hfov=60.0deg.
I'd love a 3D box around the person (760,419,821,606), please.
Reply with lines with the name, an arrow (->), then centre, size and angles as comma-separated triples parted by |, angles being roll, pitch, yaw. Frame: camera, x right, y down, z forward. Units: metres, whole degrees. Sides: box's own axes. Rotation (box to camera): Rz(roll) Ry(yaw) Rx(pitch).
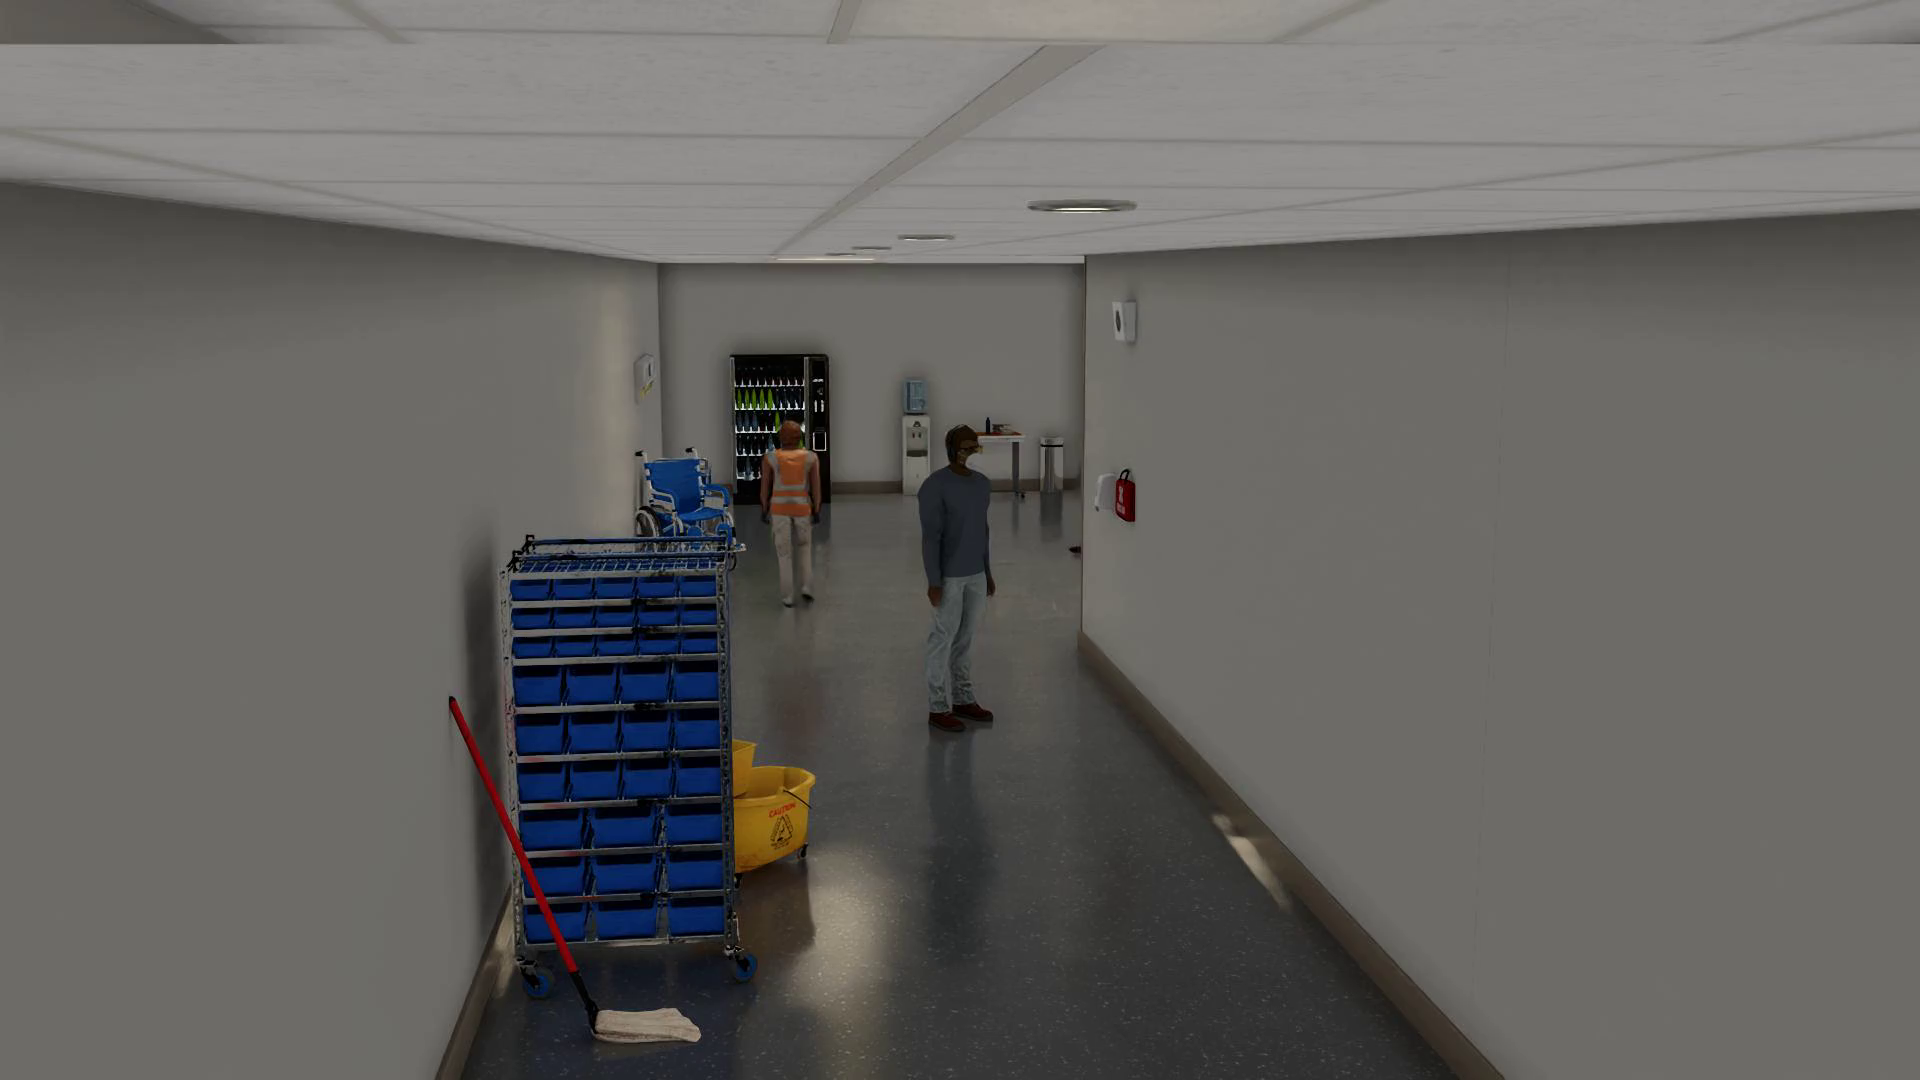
person -> -1.486, -0.240, 14.535 | 0.519, 1.622, 0.496 | -2, 9, -13

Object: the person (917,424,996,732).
person -> -0.005, 0.231, 10.593 | 0.371, 1.940, 0.627 | 7, 12, 39
